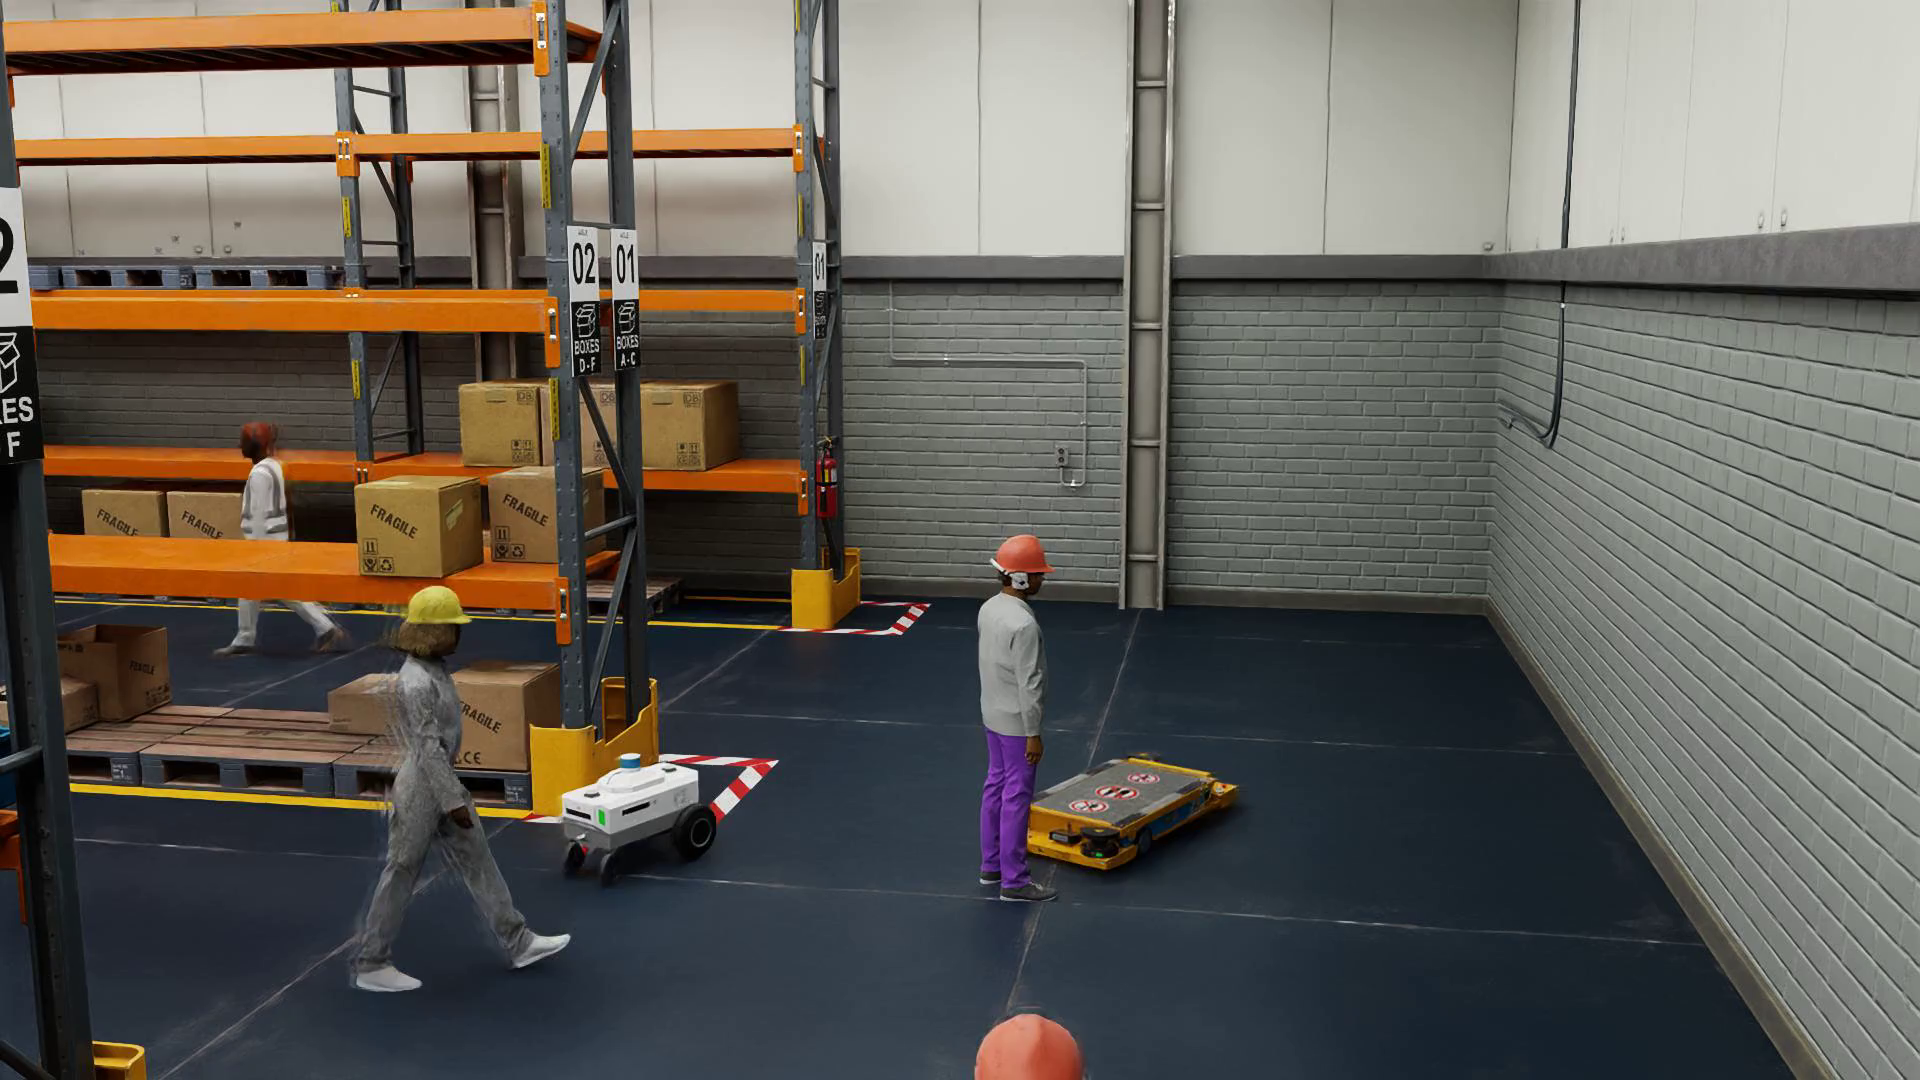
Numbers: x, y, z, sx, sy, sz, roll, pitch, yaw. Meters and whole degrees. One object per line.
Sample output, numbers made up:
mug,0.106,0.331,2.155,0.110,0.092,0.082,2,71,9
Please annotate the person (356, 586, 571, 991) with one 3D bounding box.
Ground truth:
person,-2.122,1.038,6.908,0.862,1.701,0.499,0,9,-2

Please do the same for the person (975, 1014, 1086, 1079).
person,0.144,1.647,3.025,0.561,1.728,0.776,-1,9,-8

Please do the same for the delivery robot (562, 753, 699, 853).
delivery robot,-1.657,1.321,8.392,0.477,0.478,0.707,7,11,36

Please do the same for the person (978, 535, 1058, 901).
person,0.281,0.840,7.962,0.338,1.749,0.573,-3,10,-19

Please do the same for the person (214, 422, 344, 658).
person,-5.301,0.003,12.876,0.926,1.852,0.585,-3,10,-16

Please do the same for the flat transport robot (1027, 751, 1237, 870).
flat transport robot,0.874,1.424,8.924,0.652,0.197,1.431,7,11,35
